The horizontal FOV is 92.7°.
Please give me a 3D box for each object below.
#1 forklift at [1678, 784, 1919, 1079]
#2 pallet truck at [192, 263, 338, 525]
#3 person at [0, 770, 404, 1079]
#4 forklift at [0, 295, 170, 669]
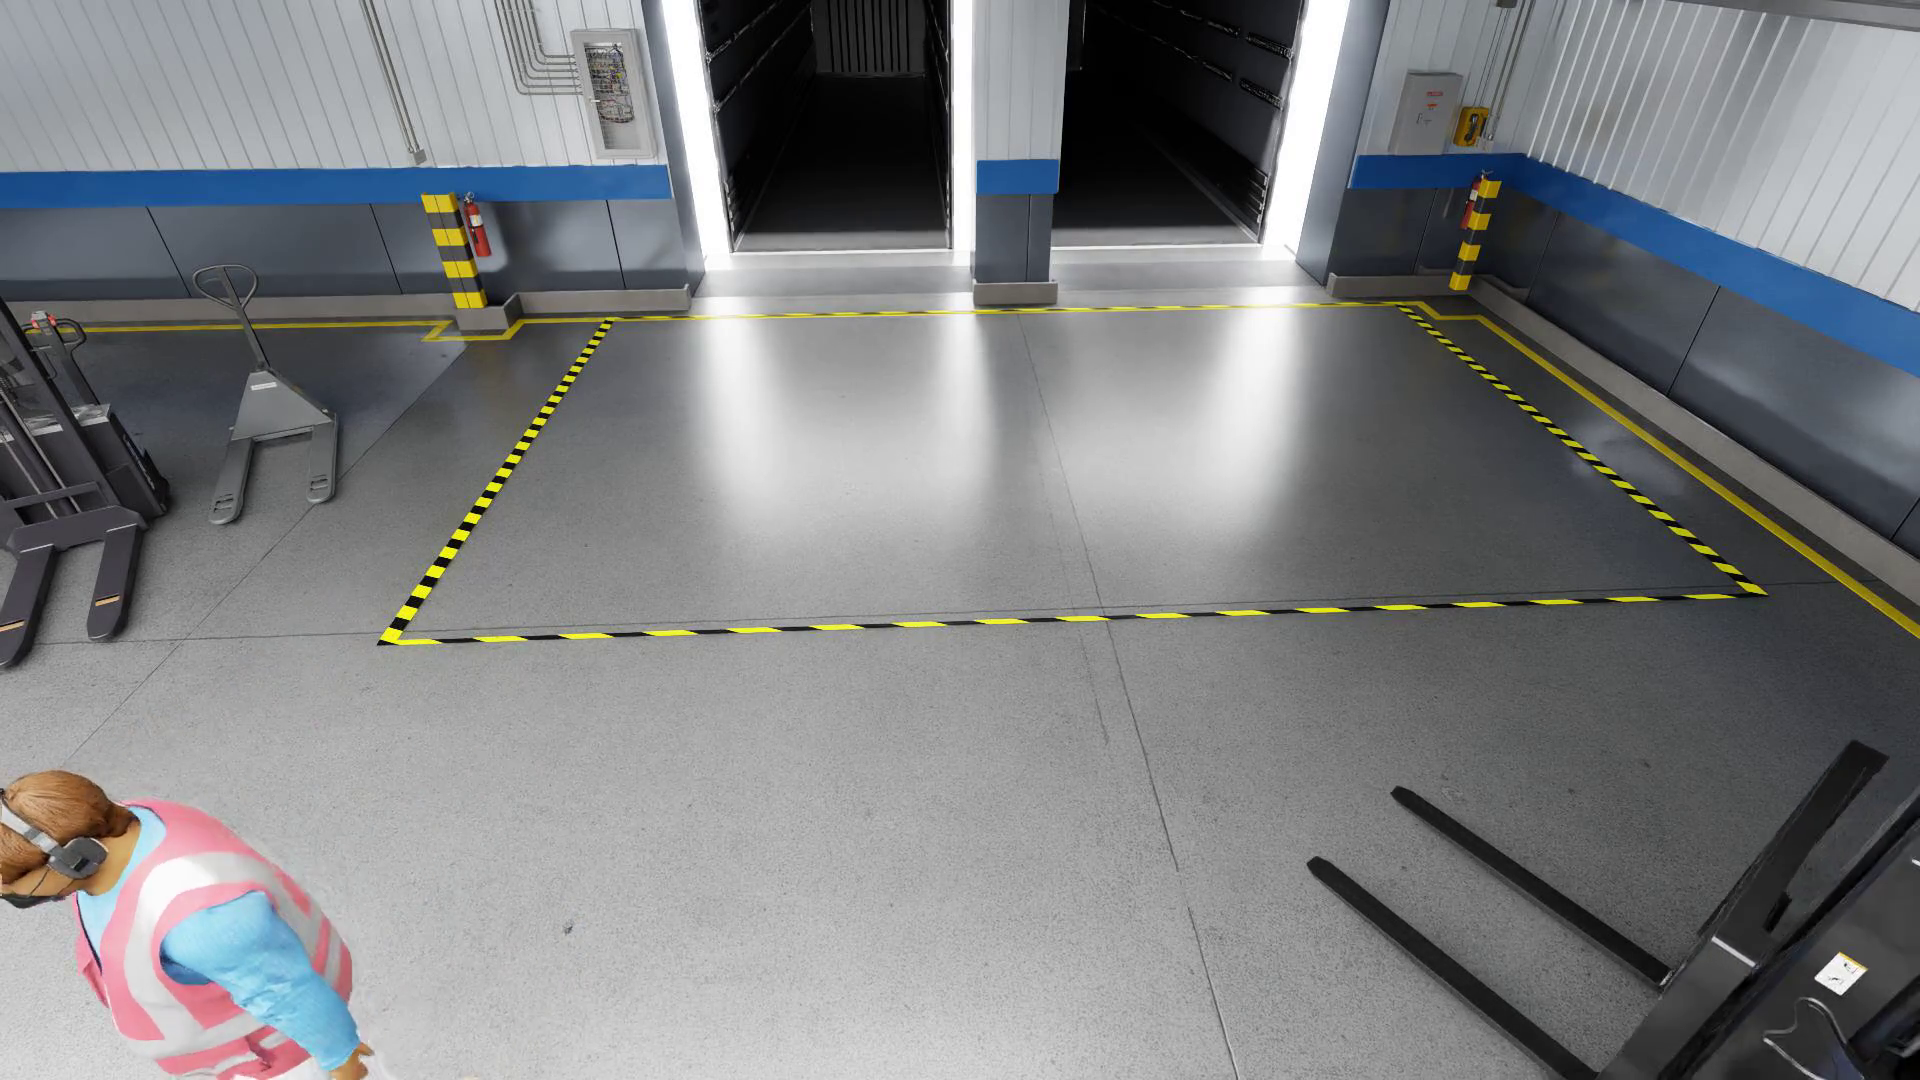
[{"bbox_3d":[3.068,1.424,1.633,1.157,2.036,2.680,-23,41,-30],"label":"forklift"},{"bbox_3d":[-4.778,-1.027,6.128,0.680,1.201,1.601,-17,38,-23],"label":"pallet truck"},{"bbox_3d":[-1.821,1.227,2.390,0.654,1.820,0.439,23,41,29],"label":"person"},{"bbox_3d":[-5.212,-0.618,4.878,0.823,1.965,1.885,-20,39,-26],"label":"forklift"}]
